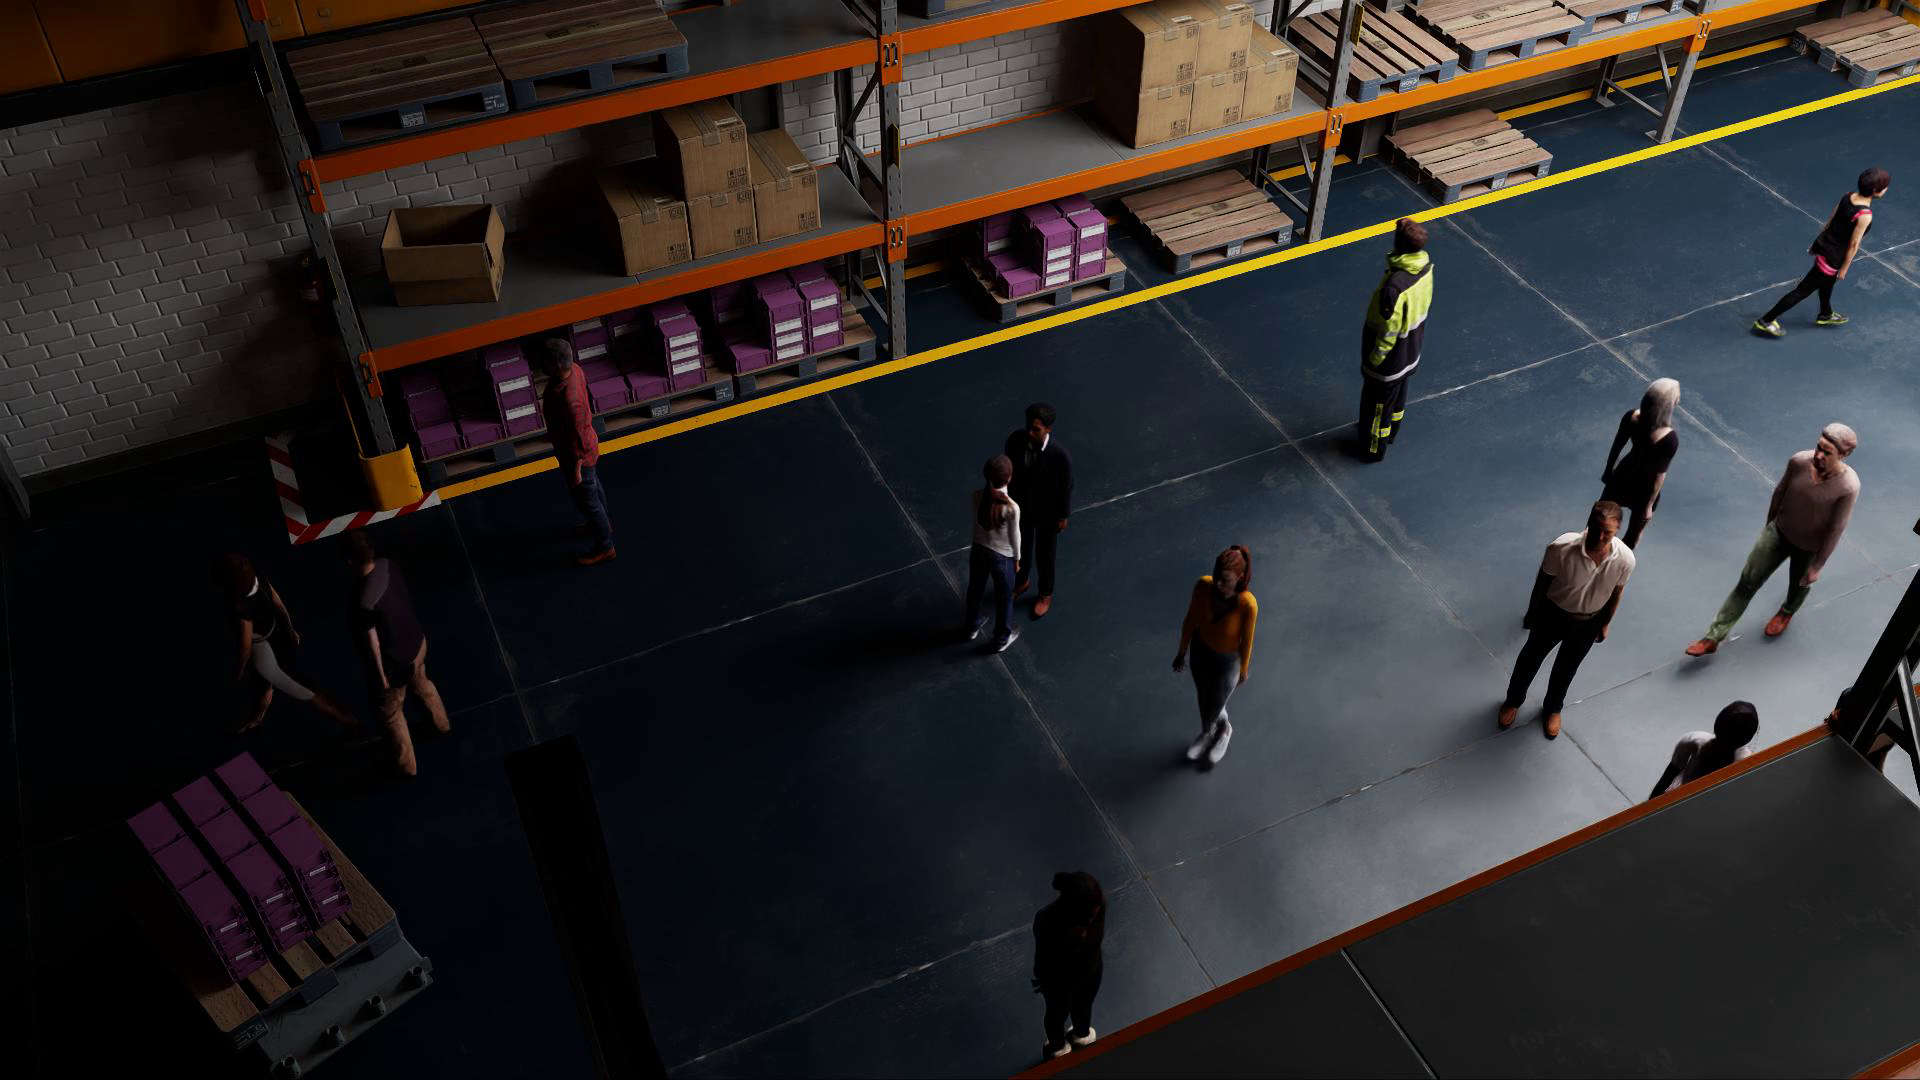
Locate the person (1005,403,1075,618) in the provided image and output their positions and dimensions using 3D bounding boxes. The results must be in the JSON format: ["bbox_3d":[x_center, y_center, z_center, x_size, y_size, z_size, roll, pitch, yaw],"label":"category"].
[{"bbox_3d":[0.506,-0.218,10.921,0.709,1.725,0.731,20,47,20],"label":"person"}]

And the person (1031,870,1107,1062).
[{"bbox_3d":[0.557,2.181,8.451,0.591,1.659,0.652,1,44,1],"label":"person"}]

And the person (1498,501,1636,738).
[{"bbox_3d":[3.719,0.440,10.136,0.736,1.856,0.805,12,45,13],"label":"person"}]

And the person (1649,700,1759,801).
[{"bbox_3d":[3.955,1.578,9.065,0.982,1.685,1.124,22,48,22],"label":"person"}]

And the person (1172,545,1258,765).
[{"bbox_3d":[1.586,0.653,9.995,0.669,1.741,0.703,31,52,28],"label":"person"}]

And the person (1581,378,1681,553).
[{"bbox_3d":[4.348,-0.293,10.947,1.178,1.798,0.734,-27,50,-25],"label":"person"}]

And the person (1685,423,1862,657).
[{"bbox_3d":[5.406,-0.012,10.636,1.298,1.820,0.870,-27,50,-26],"label":"person"}]

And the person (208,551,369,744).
[{"bbox_3d":[-3.981,0.723,9.918,1.182,1.746,0.797,-4,44,-4],"label":"person"}]

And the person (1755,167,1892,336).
[{"bbox_3d":[6.861,-2.277,13.243,1.091,1.504,0.869,3,44,3],"label":"person"}]

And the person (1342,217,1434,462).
[{"bbox_3d":[3.130,-1.447,12.027,0.933,1.979,0.797,26,49,24],"label":"person"}]

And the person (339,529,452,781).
[{"bbox_3d":[-3.330,0.652,9.935,0.881,1.826,0.860,0,44,0],"label":"person"}]

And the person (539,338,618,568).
[{"bbox_3d":[-2.590,-0.618,11.264,0.624,1.831,0.724,-9,44,-9],"label":"person"}]

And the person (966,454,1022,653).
[{"bbox_3d":[0.204,0.084,10.728,0.601,1.554,0.647,20,47,19],"label":"person"}]
